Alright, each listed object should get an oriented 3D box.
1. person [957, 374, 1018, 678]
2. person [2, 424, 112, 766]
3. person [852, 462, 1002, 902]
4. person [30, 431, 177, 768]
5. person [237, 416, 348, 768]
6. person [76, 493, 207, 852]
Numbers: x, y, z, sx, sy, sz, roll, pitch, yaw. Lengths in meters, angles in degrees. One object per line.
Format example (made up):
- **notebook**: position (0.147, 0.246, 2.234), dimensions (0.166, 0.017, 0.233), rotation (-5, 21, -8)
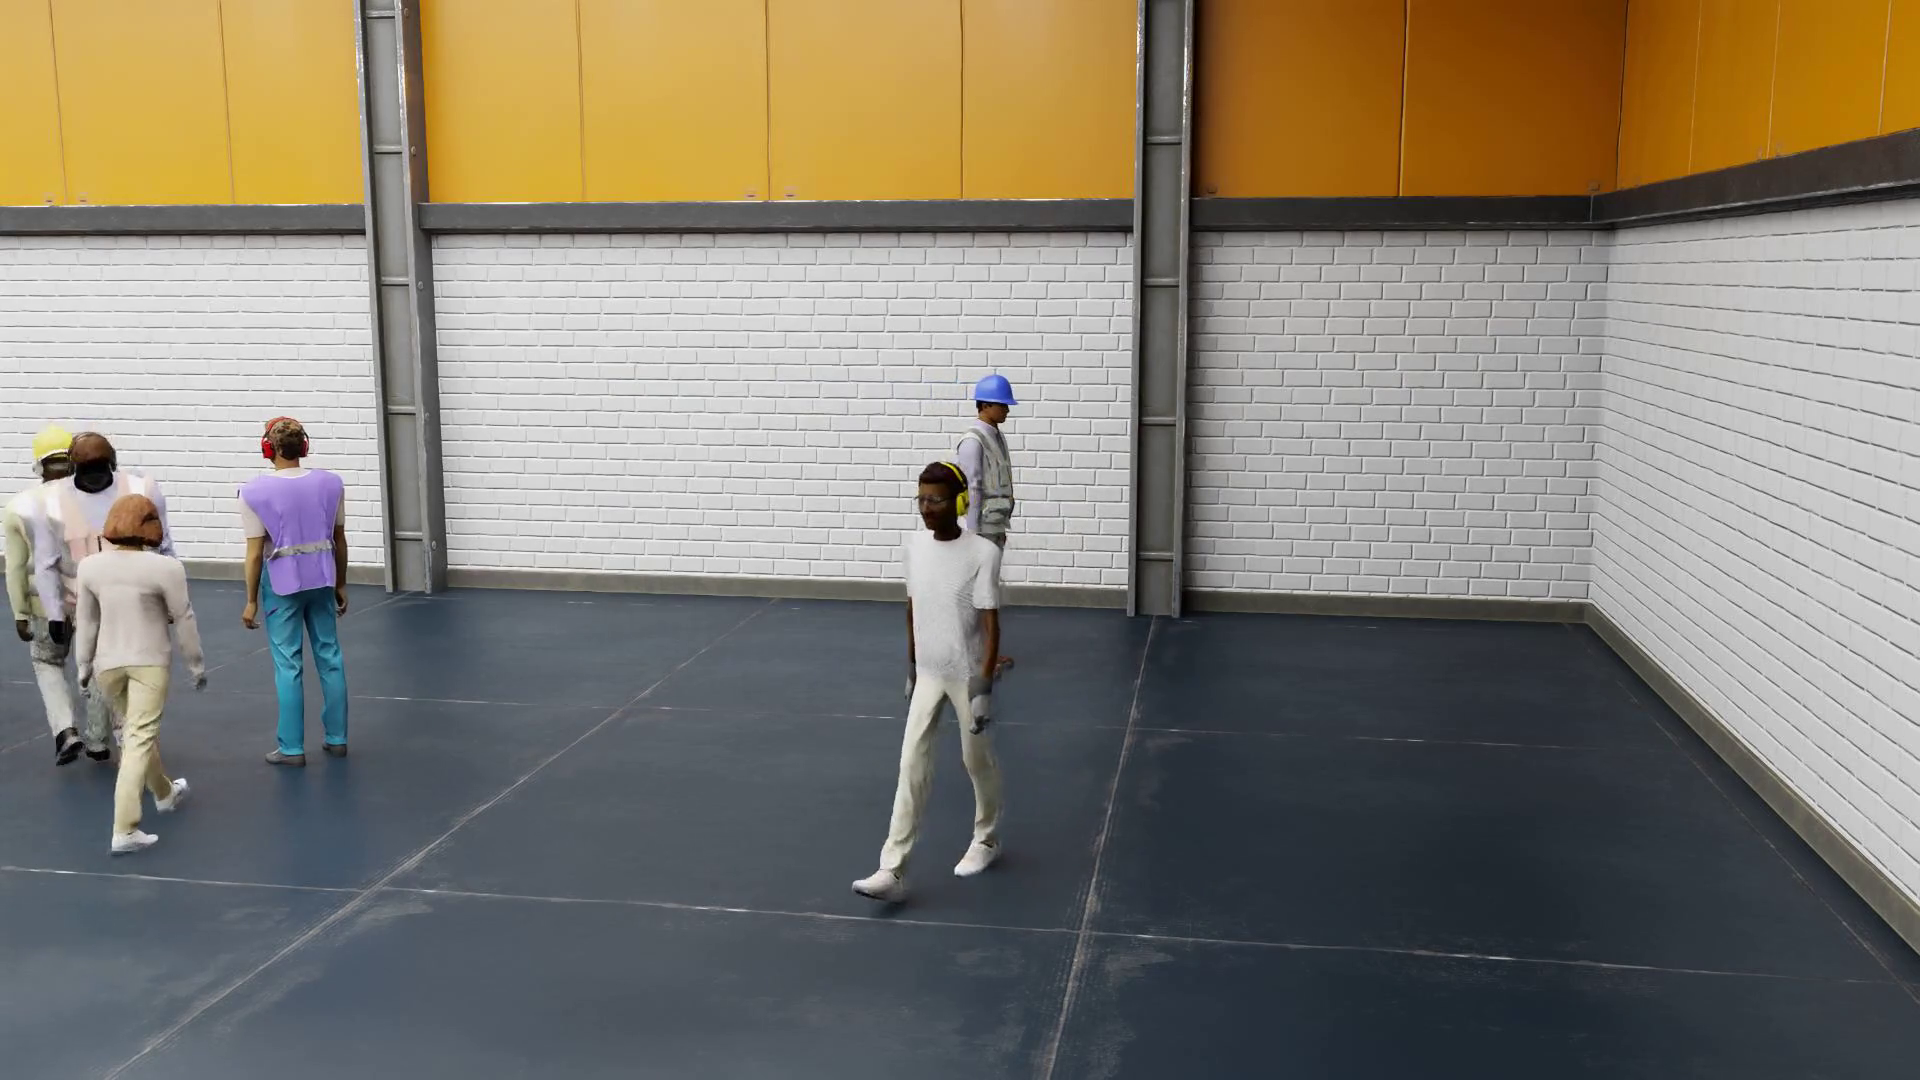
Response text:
- **person**: position (0.178, -0.096, 10.735), dimensions (0.408, 1.942, 0.616), rotation (3, 10, 17)
- **person**: position (-4.625, 0.308, 8.659), dimensions (0.592, 1.818, 0.421), rotation (-7, 12, -37)
- **person**: position (-0.085, 0.589, 6.884), dimensions (0.554, 1.818, 0.957), rotation (6, 11, 31)
- **person**: position (-4.333, 0.346, 8.460), dimensions (0.649, 1.795, 0.825), rotation (-3, 10, -19)
- **person**: position (-3.477, 0.276, 8.740), dimensions (0.388, 1.848, 0.564), rotation (8, 12, 42)
- **person**: position (-3.772, 0.581, 7.675), dimensions (0.535, 1.587, 0.831), rotation (1, 9, 4)
